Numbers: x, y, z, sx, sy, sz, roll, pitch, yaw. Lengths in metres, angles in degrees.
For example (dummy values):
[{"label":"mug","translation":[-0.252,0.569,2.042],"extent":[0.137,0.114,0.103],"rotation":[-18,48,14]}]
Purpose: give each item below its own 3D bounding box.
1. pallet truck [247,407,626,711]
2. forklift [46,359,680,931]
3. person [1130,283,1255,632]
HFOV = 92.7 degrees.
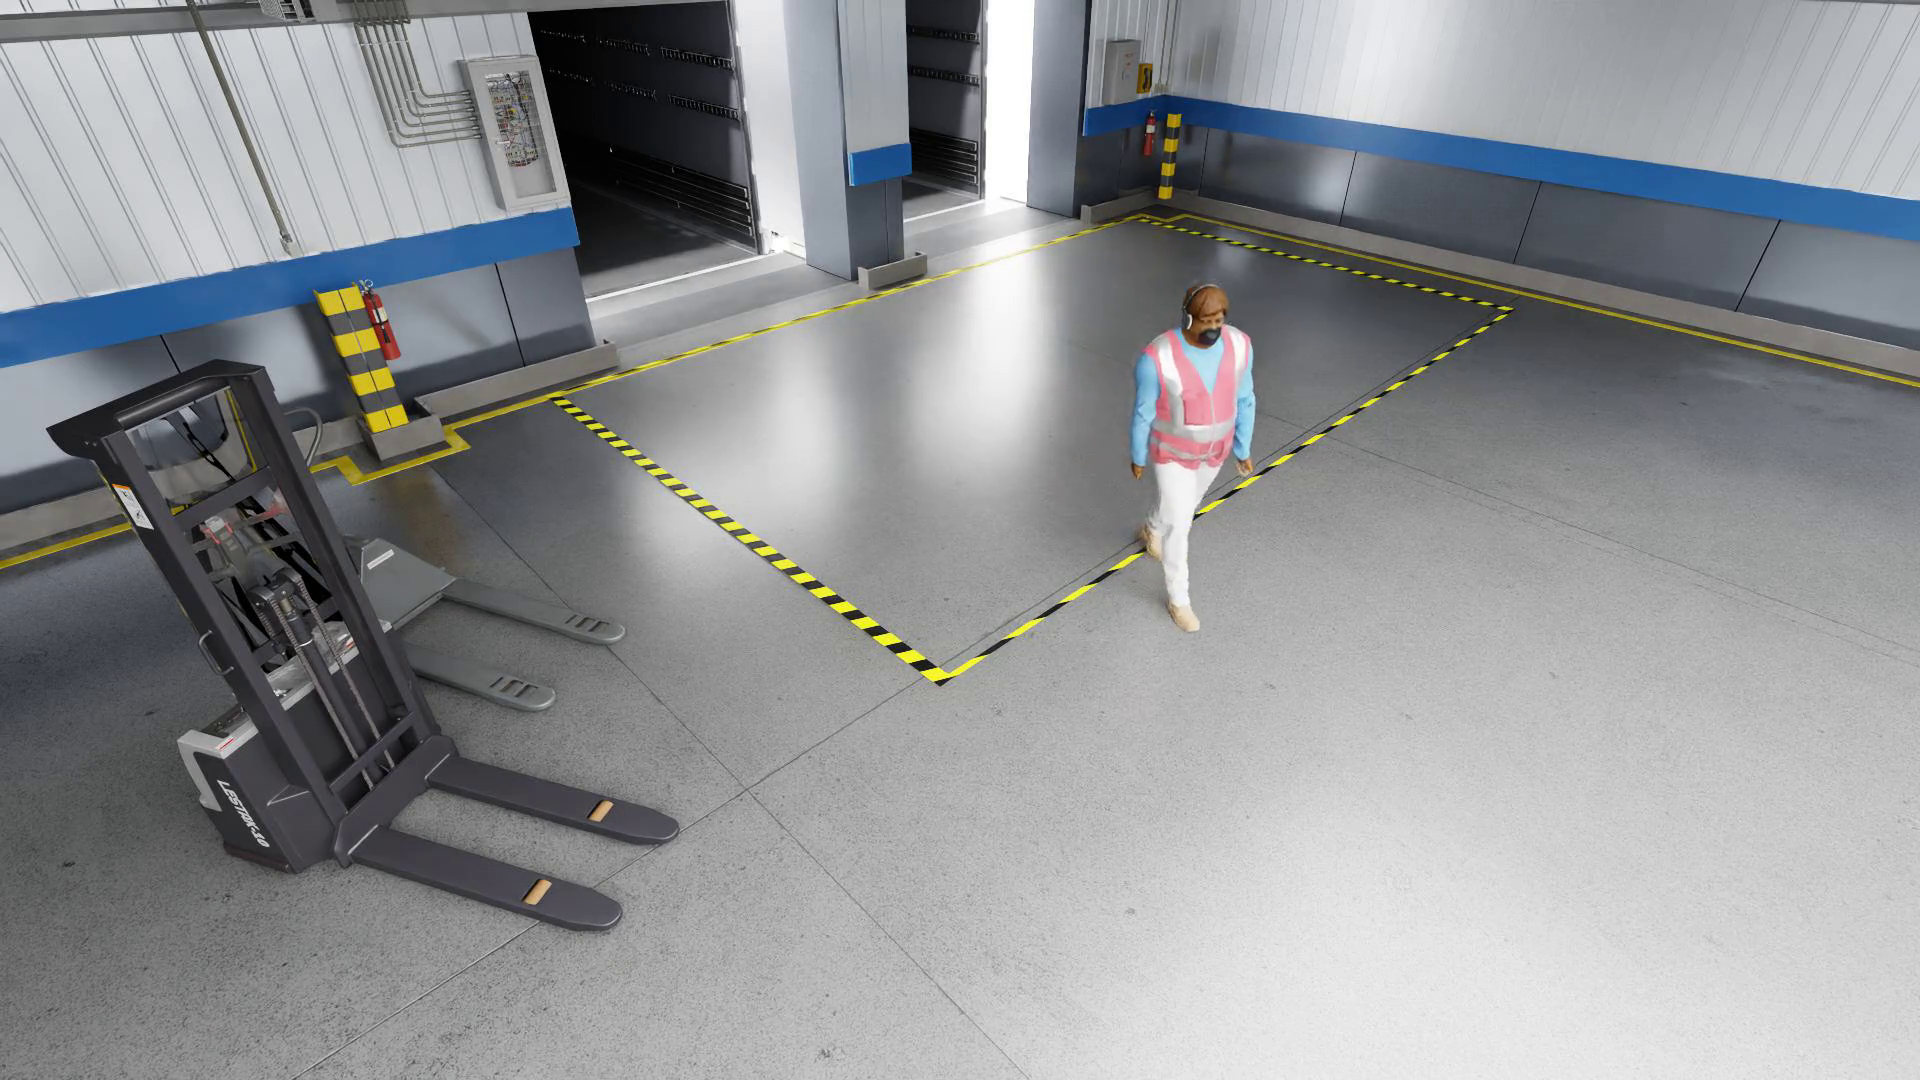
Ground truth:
[{"label":"pallet truck","translation":[-2.628,0.038,4.590],"extent":[1.601,1.201,0.680],"rotation":[12,36,18]},{"label":"forklift","translation":[-2.135,0.422,3.354],"extent":[1.885,1.965,0.823],"rotation":[10,35,14]},{"label":"person","translation":[1.211,-0.482,4.865],"extent":[0.631,1.796,0.946],"rotation":[-10,36,-15]}]
